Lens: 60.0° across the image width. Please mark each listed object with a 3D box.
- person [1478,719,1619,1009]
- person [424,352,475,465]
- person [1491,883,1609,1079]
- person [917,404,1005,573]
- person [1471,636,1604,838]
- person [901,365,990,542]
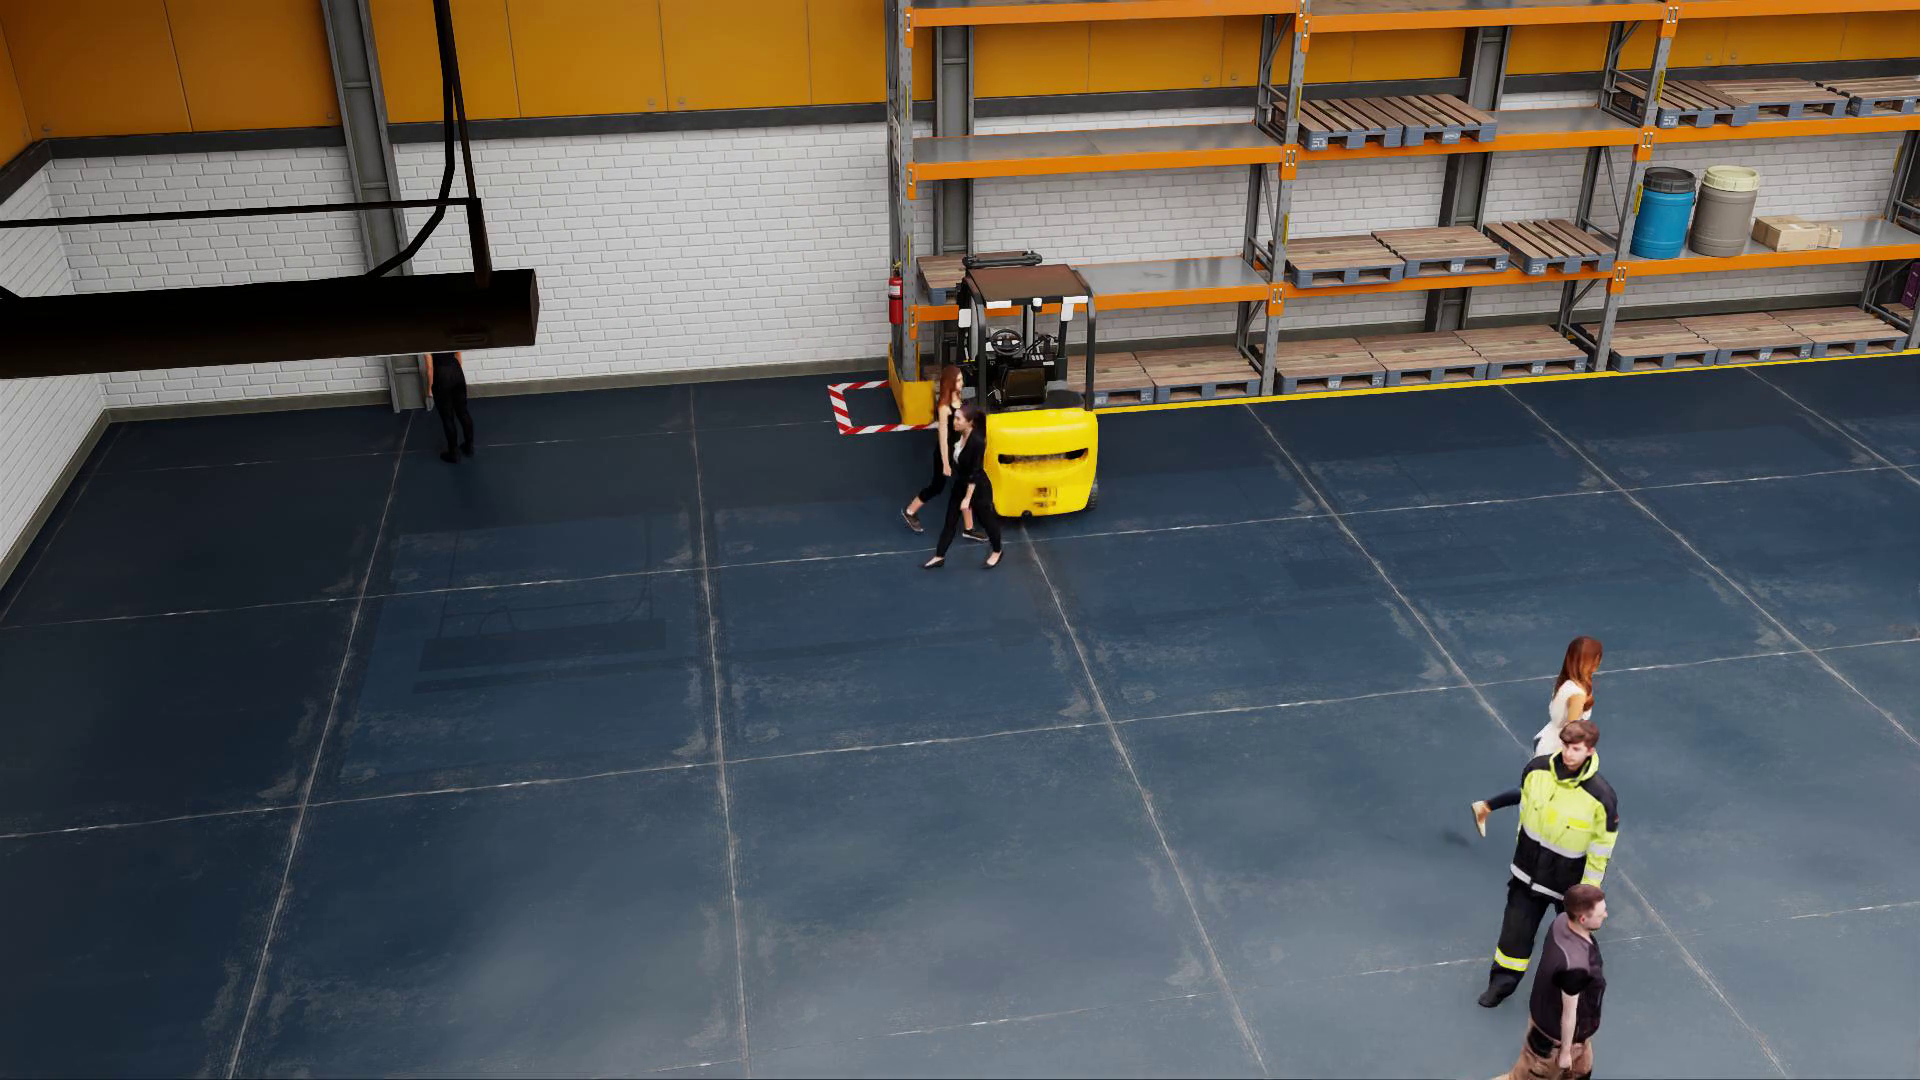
[{"bbox_3d":[3.678,1.889,10.054,1.262,1.935,1.410,25,37,38],"label":"person"},{"bbox_3d":[-5.149,-1.589,16.688,0.735,1.687,0.662,21,35,34],"label":"person"},{"bbox_3d":[3.111,2.576,8.926,1.255,1.808,1.015,8,30,14],"label":"person"},{"bbox_3d":[0.189,-0.432,14.637,1.109,1.620,0.803,-14,32,-24],"label":"person"},{"bbox_3d":[3.876,1.409,11.114,1.077,1.761,0.864,7,29,13],"label":"person"},{"bbox_3d":[-0.180,-0.790,15.214,1.171,1.696,1.020,14,31,23],"label":"person"}]
